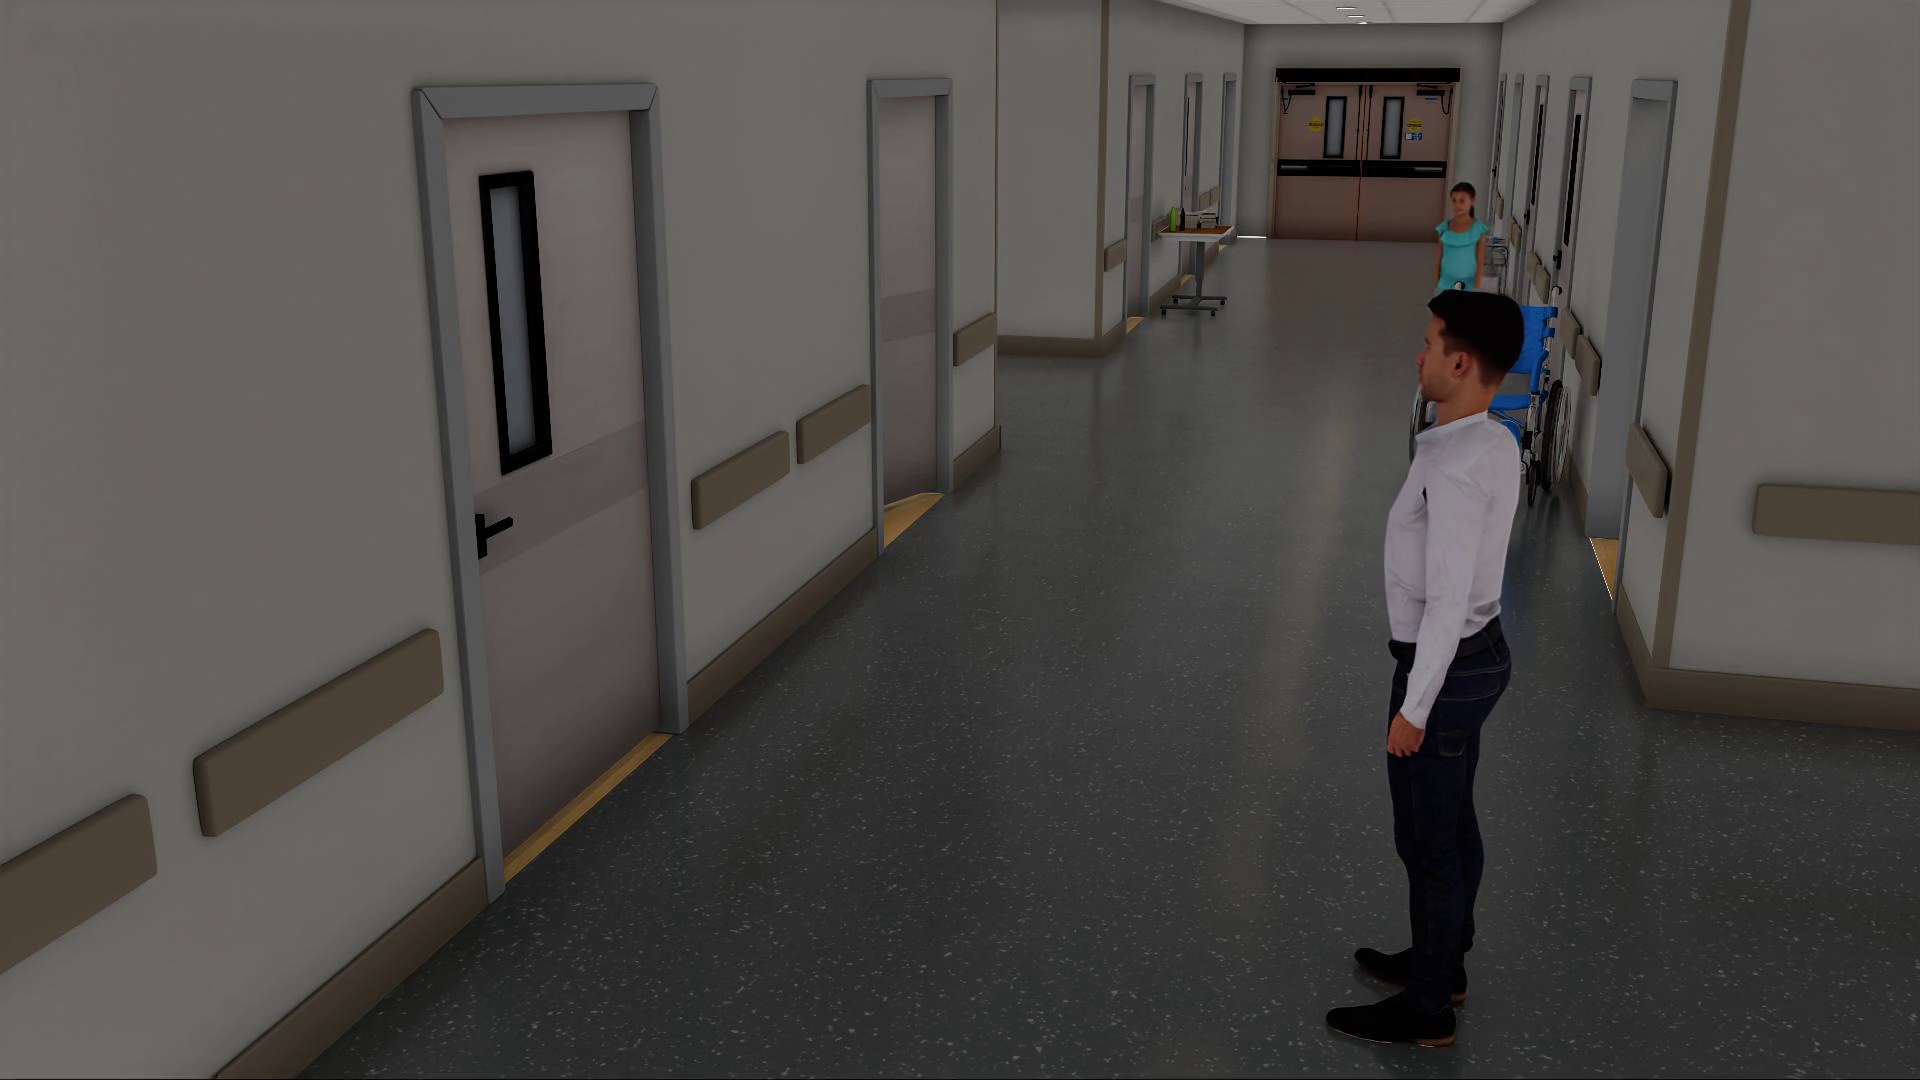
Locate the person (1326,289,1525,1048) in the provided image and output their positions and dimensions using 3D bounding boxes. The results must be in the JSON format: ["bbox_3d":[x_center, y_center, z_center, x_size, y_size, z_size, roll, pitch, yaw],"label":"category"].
[{"bbox_3d":[1.185,0.325,4.035,0.726,1.868,0.591,8,18,26],"label":"person"}]

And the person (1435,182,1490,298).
[{"bbox_3d":[3.811,-1.921,12.620,0.659,1.531,0.937,7,17,24],"label":"person"}]
